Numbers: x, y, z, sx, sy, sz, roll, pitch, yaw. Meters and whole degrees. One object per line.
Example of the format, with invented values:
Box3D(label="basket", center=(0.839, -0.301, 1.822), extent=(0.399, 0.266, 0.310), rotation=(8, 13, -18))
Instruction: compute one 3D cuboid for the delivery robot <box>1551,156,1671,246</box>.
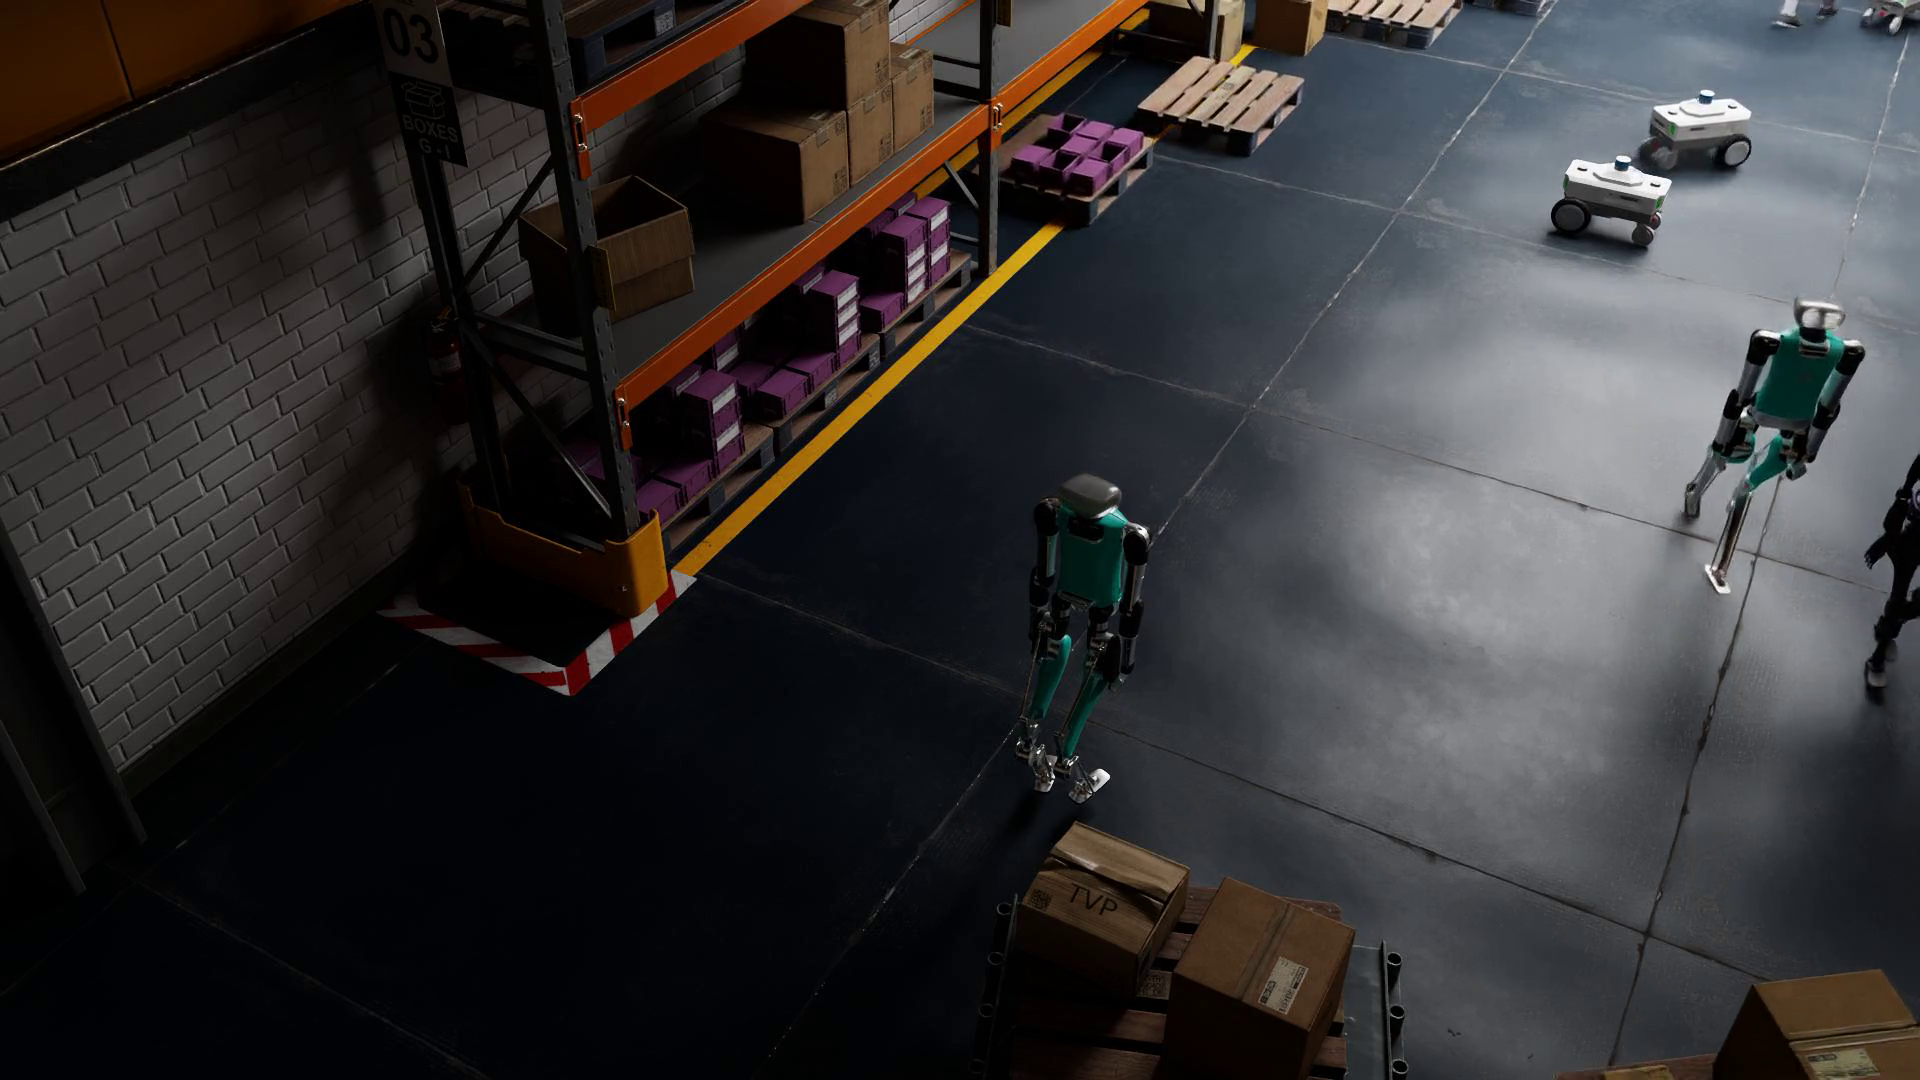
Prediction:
Box3D(label="delivery robot", center=(4.761, -2.516, 12.113), extent=(0.739, 0.566, 0.499), rotation=(19, 42, 22))

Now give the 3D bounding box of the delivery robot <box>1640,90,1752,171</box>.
Box3D(label="delivery robot", center=(5.797, -3.218, 13.023), extent=(0.786, 0.608, 0.499), rotation=(-8, 39, -10))

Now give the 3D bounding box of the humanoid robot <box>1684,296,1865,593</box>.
Box3D(label="humanoid robot", center=(4.255, -0.650, 8.889), extent=(0.530, 1.785, 0.945), rotation=(7, 39, 9))

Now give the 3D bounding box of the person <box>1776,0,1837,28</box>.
Box3D(label="person", center=(7.850, -5.554, 14.875), extent=(0.881, 1.895, 0.491), rotation=(-28, 46, -30))

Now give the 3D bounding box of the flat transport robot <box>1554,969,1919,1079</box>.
Box3D(label="flat transport robot", center=(2.889, 2.570, 6.007), extent=(0.659, 0.231, 1.431), rotation=(-5, 39, -6))

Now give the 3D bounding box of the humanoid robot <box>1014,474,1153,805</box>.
Box3D(label="humanoid robot", center=(0.449, 0.539, 7.267), extent=(0.533, 1.672, 0.735), rotation=(19, 42, 22))

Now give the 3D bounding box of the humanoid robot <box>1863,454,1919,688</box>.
Box3D(label="humanoid robot", center=(4.787, 0.000, 8.120), extent=(0.588, 1.670, 0.576), rotation=(8, 39, 9))

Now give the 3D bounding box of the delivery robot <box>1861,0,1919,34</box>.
Box3D(label="delivery robot", center=(8.673, -4.994, 15.243), extent=(0.808, 0.606, 0.499), rotation=(-25, 45, -28))
